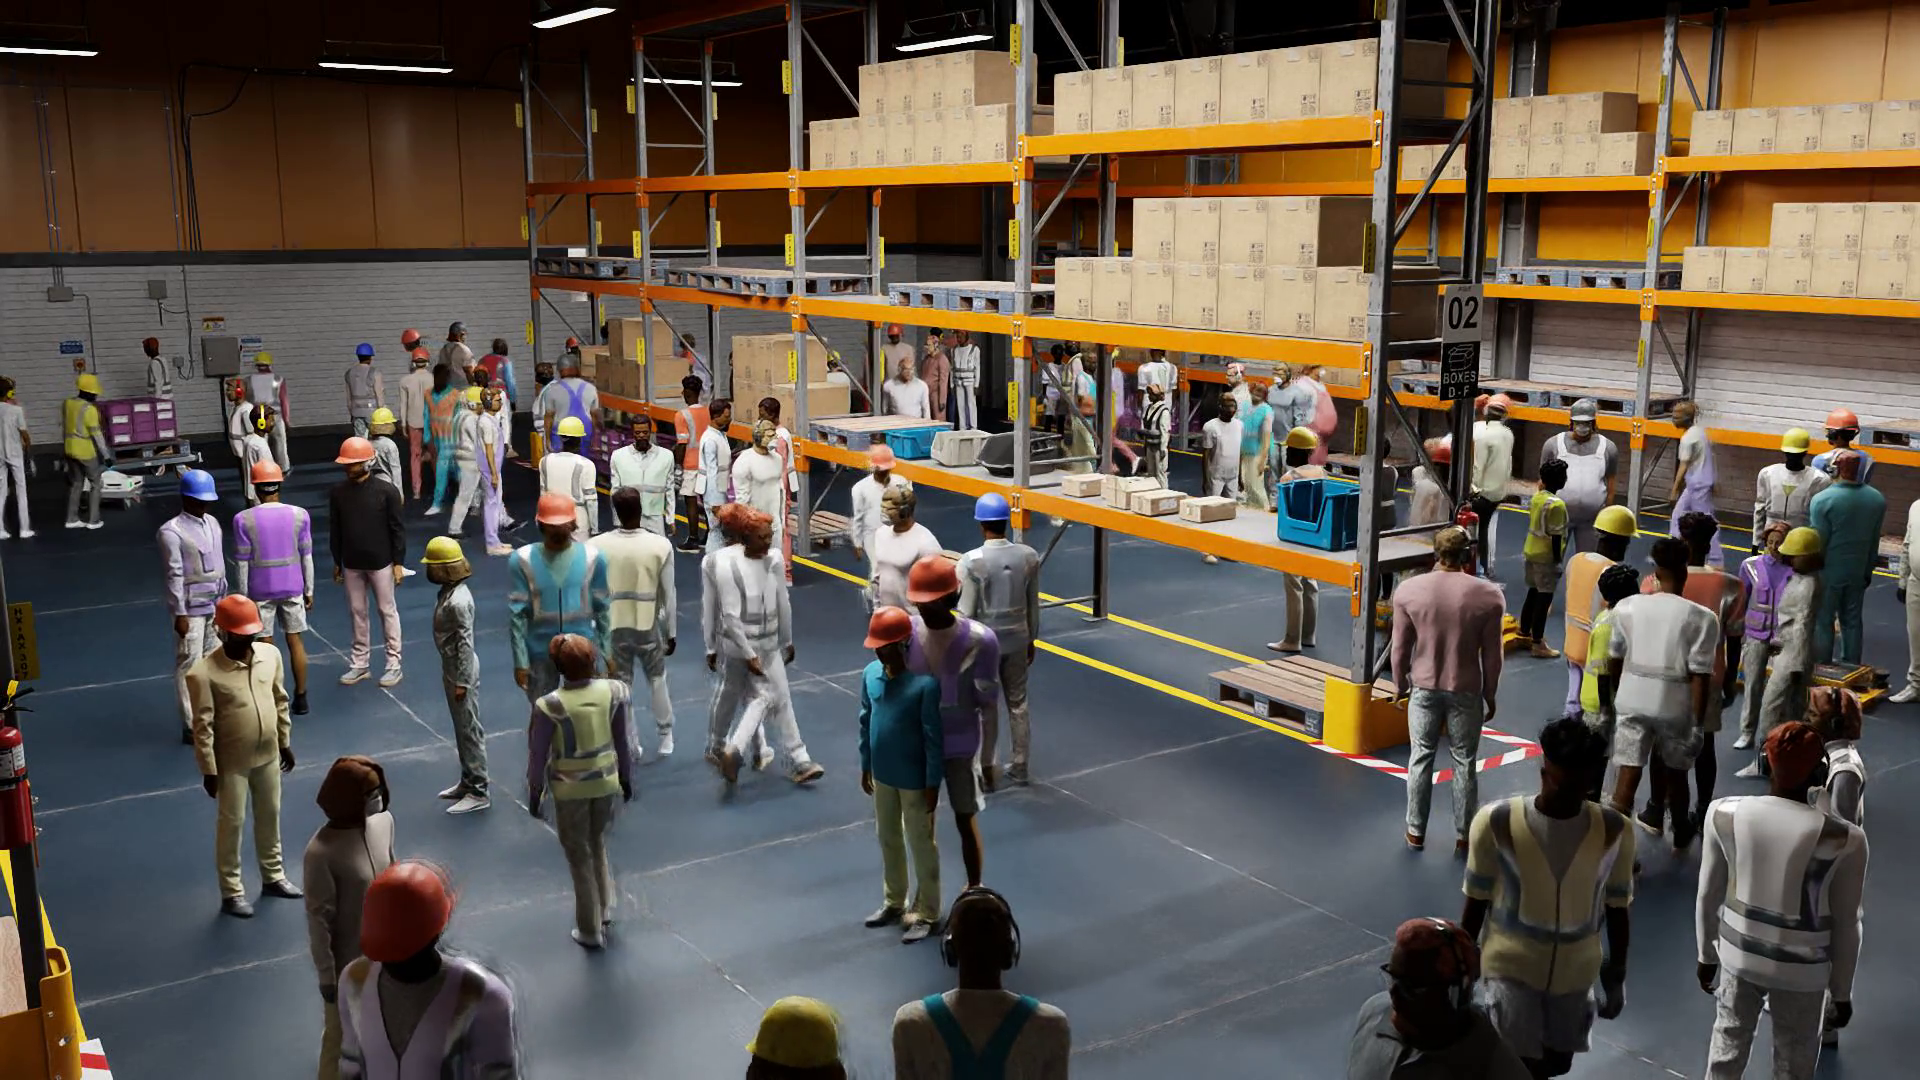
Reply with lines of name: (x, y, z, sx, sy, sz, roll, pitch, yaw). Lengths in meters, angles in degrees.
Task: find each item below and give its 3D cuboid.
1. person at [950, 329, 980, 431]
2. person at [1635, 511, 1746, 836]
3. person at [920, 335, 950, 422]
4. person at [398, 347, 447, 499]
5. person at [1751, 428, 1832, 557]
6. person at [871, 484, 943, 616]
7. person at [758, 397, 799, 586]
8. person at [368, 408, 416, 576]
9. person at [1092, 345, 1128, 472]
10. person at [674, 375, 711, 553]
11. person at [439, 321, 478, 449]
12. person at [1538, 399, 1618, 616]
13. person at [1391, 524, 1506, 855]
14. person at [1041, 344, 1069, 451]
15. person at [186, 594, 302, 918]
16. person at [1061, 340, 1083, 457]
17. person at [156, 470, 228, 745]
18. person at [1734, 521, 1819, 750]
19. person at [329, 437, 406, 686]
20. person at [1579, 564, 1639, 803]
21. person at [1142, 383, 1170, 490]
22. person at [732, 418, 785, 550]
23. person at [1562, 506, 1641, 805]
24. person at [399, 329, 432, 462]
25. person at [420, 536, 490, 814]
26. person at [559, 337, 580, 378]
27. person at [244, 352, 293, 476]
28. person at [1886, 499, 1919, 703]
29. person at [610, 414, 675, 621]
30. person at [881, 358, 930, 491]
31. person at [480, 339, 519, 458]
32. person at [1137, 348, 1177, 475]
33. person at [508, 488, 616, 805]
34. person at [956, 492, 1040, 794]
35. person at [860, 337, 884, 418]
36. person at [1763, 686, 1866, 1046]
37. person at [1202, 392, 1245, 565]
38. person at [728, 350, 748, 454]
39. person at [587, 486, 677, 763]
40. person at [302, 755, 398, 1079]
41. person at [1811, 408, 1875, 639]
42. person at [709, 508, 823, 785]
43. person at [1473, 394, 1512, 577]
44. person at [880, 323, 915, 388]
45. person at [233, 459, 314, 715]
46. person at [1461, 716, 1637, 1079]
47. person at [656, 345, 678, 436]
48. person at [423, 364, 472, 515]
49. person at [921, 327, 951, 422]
person: (0.072, -2.573, 27.453, 0.583, 1.879, 0.374, 7, 13, 34)
person: (4.336, 0.801, 9.945, 0.613, 1.963, 0.362, 2, 11, 8)
person: (-0.411, -2.166, 25.317, 0.400, 1.899, 0.636, -6, 13, -28)
person: (-7.034, -1.533, 21.848, 0.620, 1.986, 0.409, -3, 12, -17)
person: (7.060, -0.002, 14.178, 0.587, 1.920, 0.397, 10, 15, 41)
person: (-0.370, 0.576, 11.175, 0.369, 1.936, 0.630, -10, 15, -41)
person: (-1.828, -0.480, 16.662, 0.409, 1.909, 0.593, -3, 12, -16)
person: (-5.893, -0.489, 17.115, 0.483, 1.745, 0.299, 7, 13, 33)
person: (2.170, -2.003, 24.104, 0.535, 2.000, 0.680, 0, 11, -2)
person: (-2.923, -0.841, 18.346, 0.361, 1.965, 0.613, 8, 13, 34)
person: (-7.864, -2.437, 26.322, 0.683, 2.000, 0.538, 7, 13, 34)
person: (5.686, -0.290, 15.334, 0.676, 2.000, 0.536, 3, 11, 14)
person: (2.817, 0.870, 9.668, 0.629, 1.937, 0.378, 4, 12, 21)
person: (1.521, -2.228, 26.139, 0.534, 1.697, 0.318, -5, 12, -25)
person: (-3.783, 1.131, 8.839, 0.362, 1.740, 0.570, 6, 13, 29)
person: (1.764, -2.196, 25.638, 0.430, 1.837, 0.629, 1, 11, 4)
person: (-5.356, 0.466, 11.730, 0.401, 1.939, 0.602, 2, 11, 8)
person: (5.607, 0.670, 11.475, 0.525, 1.631, 0.314, 8, 13, 34)
person: (-4.674, 0.170, 13.108, 0.614, 1.990, 0.392, 2, 11, 11)
person: (3.813, 0.971, 9.768, 0.318, 1.697, 0.535, 6, 13, 28)
person: (2.448, -1.140, 20.739, 0.314, 1.632, 0.517, -4, 12, -21)
person: (-1.766, -0.122, 14.779, 0.359, 1.931, 0.634, 7, 13, 31)
person: (4.022, 0.727, 10.470, 0.399, 1.912, 0.592, -2, 11, -13)
person: (-8.100, -2.148, 24.898, 0.483, 2.017, 0.608, -1, 11, -5)
person: (-3.150, 0.832, 10.366, 0.318, 1.739, 0.492, -5, 12, -24)
person: (-6.230, -2.391, 26.844, 0.346, 1.746, 0.564, 10, 15, 42)
person: (-9.684, -1.734, 23.342, 0.621, 1.792, 0.872, -2, 11, -8)
person: (7.301, 0.349, 12.446, 0.398, 1.899, 0.654, -4, 12, -19)
person: (-2.888, -0.204, 15.209, 0.592, 1.920, 0.392, -3, 12, -16)
person: (-0.722, -1.493, 21.965, 0.641, 1.860, 1.004, -2, 11, -8)
person: (-7.063, -2.166, 25.529, 0.648, 1.826, 0.432, 5, 12, 26)
person: (2.815, -1.911, 23.870, 0.605, 1.951, 0.384, -3, 11, -15)
person: (-2.485, 0.674, 10.412, 0.638, 2.044, 0.453, -3, 11, -15)
person: (0.229, 0.658, 10.726, 0.615, 1.943, 0.409, -6, 13, -29)
person: (-1.463, -2.556, 27.746, 0.537, 1.715, 0.554, 4, 12, 18)
person: (3.859, 1.451, 7.461, 0.310, 1.636, 0.524, 3, 11, 13)
person: (2.805, -0.661, 17.737, 0.516, 1.843, 0.327, -5, 12, -26)
person: (-3.447, -2.128, 25.790, 0.269, 1.631, 0.509, -6, 12, -27)
person: (-2.214, 0.568, 11.293, 0.604, 1.899, 0.572, -1, 11, -5)
person: (-2.375, 1.630, 6.581, 0.285, 1.628, 0.503, 3, 12, 17)
person: (7.612, -0.129, 14.505, 0.609, 2.044, 0.393, -3, 12, -16)
person: (-1.344, 0.694, 10.868, 0.550, 1.820, 1.075, -10, 15, -42)
person: (5.378, -0.562, 17.157, 0.572, 1.876, 0.341, 4, 12, 20)
person: (-1.050, -2.547, 27.113, 0.620, 1.947, 1.001, 1, 11, 4)
person: (-5.062, 0.365, 12.296, 0.548, 1.925, 0.392, -8, 14, -35)
person: (2.176, 1.548, 6.244, 0.613, 1.927, 0.917, 1, 11, 7)
person: (-4.895, -2.586, 27.434, 0.557, 1.913, 0.553, -6, 13, -29)
person: (-6.425, -1.298, 20.923, 0.592, 1.883, 0.932, 6, 13, 29)
person: (-0.404, -2.671, 28.024, 0.532, 1.856, 0.358, 0, 11, -1)
